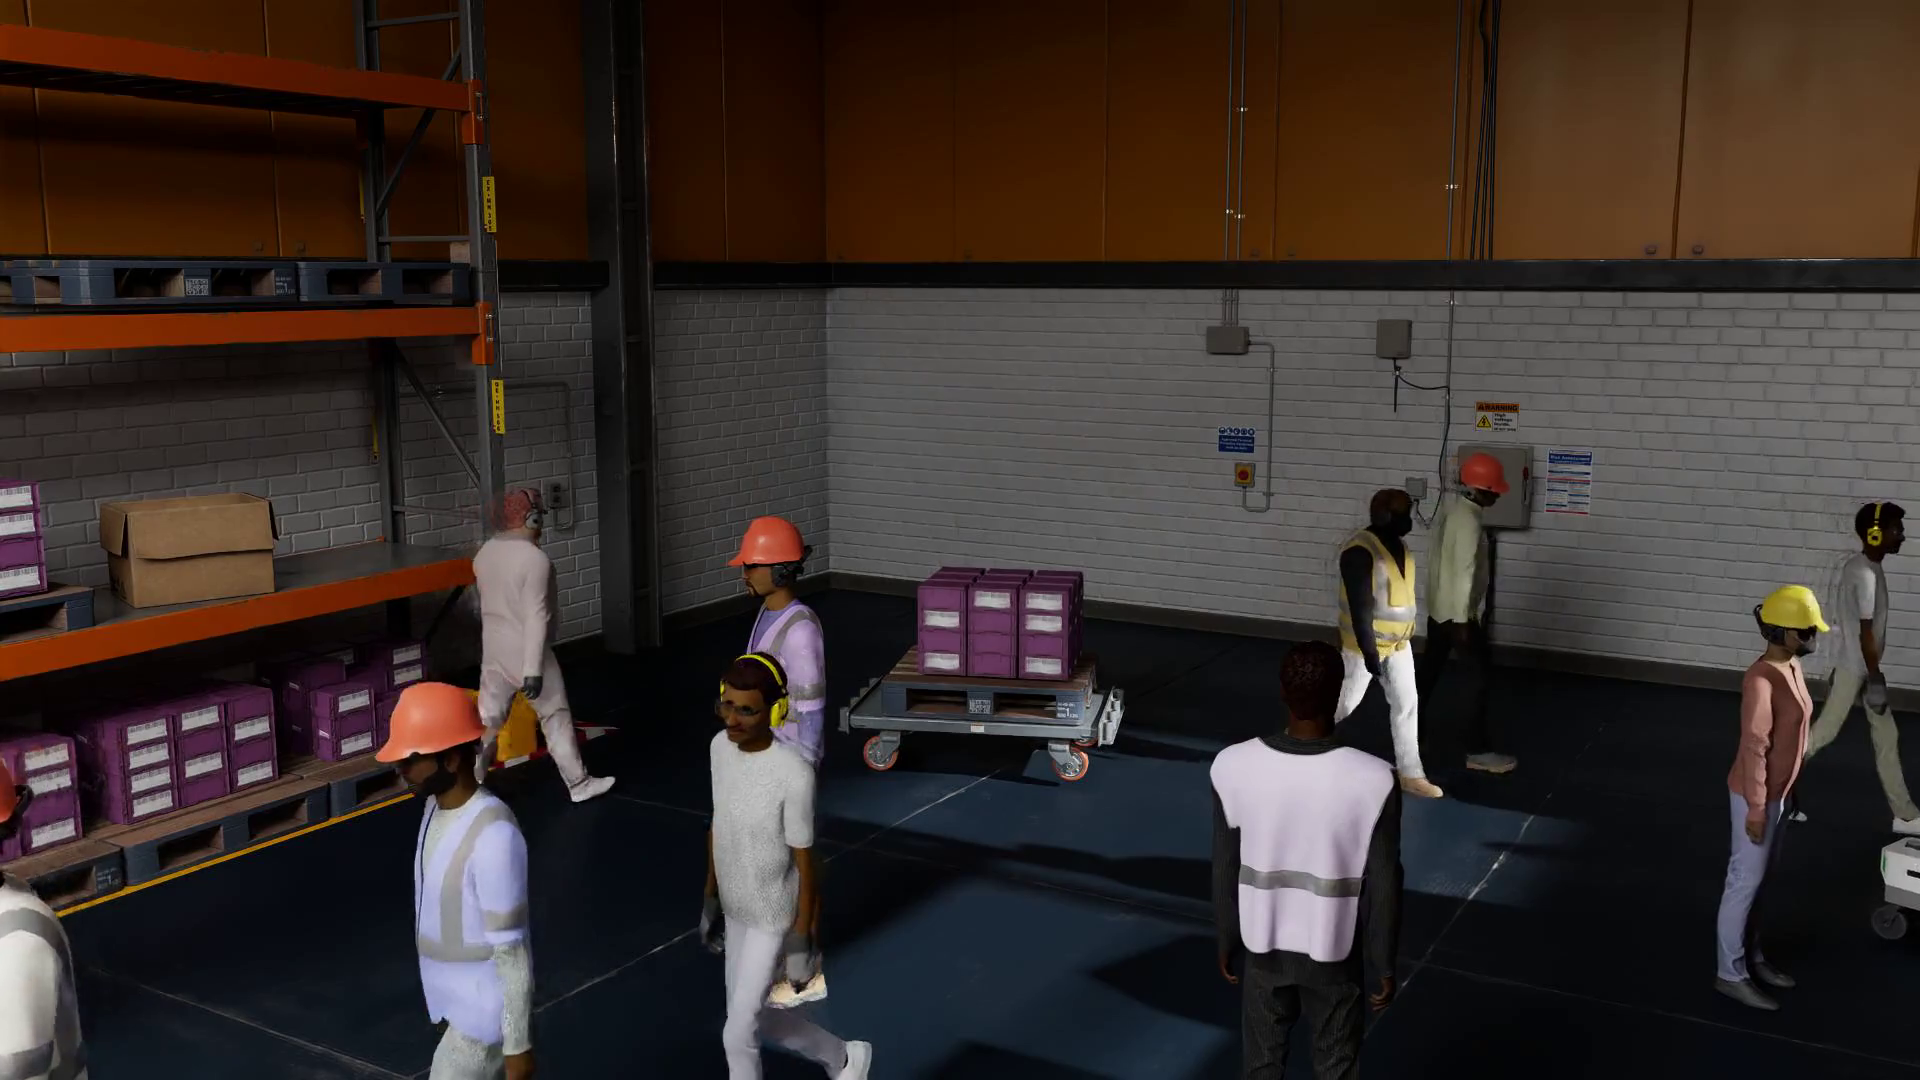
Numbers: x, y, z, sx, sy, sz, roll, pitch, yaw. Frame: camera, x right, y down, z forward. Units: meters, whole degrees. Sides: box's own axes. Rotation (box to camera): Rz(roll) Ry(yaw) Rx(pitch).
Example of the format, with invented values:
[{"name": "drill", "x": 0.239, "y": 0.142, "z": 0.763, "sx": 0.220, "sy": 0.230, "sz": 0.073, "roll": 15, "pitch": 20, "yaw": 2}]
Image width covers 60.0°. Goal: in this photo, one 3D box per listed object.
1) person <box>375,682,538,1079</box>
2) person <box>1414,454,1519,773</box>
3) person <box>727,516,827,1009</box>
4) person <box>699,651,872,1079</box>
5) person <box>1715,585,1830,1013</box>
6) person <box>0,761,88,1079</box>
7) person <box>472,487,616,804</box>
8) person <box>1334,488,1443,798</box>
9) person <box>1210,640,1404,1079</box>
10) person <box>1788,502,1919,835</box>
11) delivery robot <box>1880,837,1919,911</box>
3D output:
[{"name": "person", "x": -1.347, "y": 1.317, "z": 4.877, "sx": 0.906, "sy": 1.901, "sz": 0.546, "roll": -6, "pitch": 11, "yaw": -32}, {"name": "person", "x": 3.085, "y": 0.439, "z": 10.187, "sx": 0.678, "sy": 1.948, "sz": 0.693, "roll": 1, "pitch": 9, "yaw": 4}, {"name": "person", "x": -0.758, "y": 0.914, "z": 6.907, "sx": 0.373, "sy": 2.042, "sz": 0.614, "roll": -4, "pitch": 10, "yaw": -22}, {"name": "person", "x": -0.612, "y": 1.238, "z": 5.517, "sx": 0.743, "sy": 1.839, "sz": 0.552, "roll": -8, "pitch": 12, "yaw": -40}, {"name": "person", "x": 3.376, "y": 1.052, "z": 6.914, "sx": 0.325, "sy": 1.768, "sz": 0.524, "roll": 7, "pitch": 12, "yaw": 39}, {"name": "person", "x": -2.186, "y": 1.427, "z": 3.902, "sx": 1.082, "sy": 1.993, "sz": 0.622, "roll": -8, "pitch": 12, "yaw": -42}, {"name": "person", "x": -2.446, "y": 0.634, "z": 9.261, "sx": 0.658, "sy": 1.853, "sz": 1.006, "roll": 7, "pitch": 12, "yaw": 39}, {"name": "person", "x": 2.381, "y": 0.575, "z": 9.795, "sx": 0.615, "sy": 1.803, "sz": 0.936, "roll": -8, "pitch": 12, "yaw": -42}, {"name": "person", "x": 1.063, "y": 1.257, "z": 5.158, "sx": 0.593, "sy": 1.920, "sz": 0.391, "roll": 4, "pitch": 10, "yaw": 21}, {"name": "person", "x": 4.857, "y": 0.691, "z": 9.015, "sx": 0.998, "sy": 1.826, "sz": 0.531, "roll": 6, "pitch": 11, "yaw": 31}, {"name": "delivery robot", "x": 4.510, "y": 1.530, "z": 7.400, "sx": 0.477, "sy": 0.478, "sz": 0.707, "roll": -7, "pitch": 11, "yaw": -36}]
